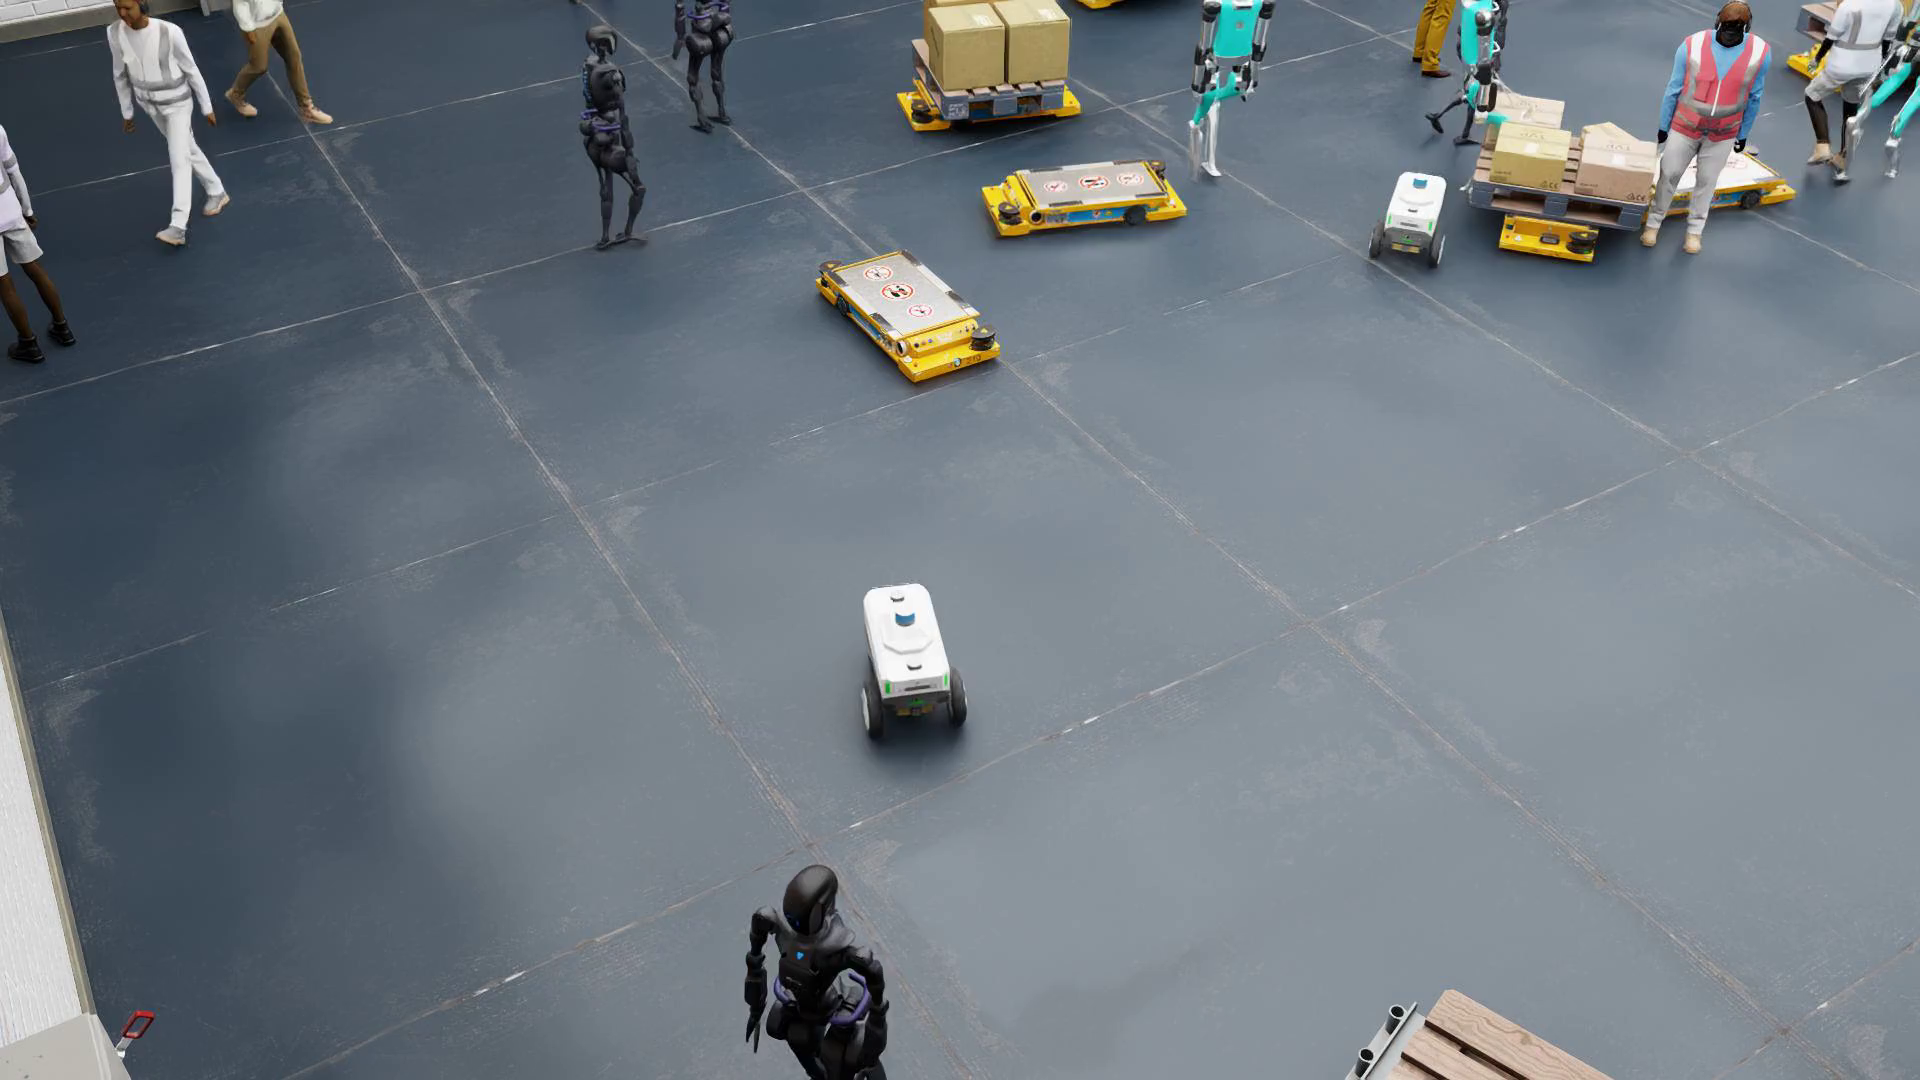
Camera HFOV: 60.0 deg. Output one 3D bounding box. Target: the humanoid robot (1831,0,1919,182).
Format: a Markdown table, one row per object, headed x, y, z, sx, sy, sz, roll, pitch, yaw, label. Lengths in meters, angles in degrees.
| x | y | z | sx | sy | sz | roll | pitch | yaw | label |
| --- | --- | --- | --- | --- | --- | --- | --- | --- | --- |
| 7.089 | -3.452 | 12.501 | 0.845 | 1.790 | 0.562 | -25 | 45 | -28 | humanoid robot |

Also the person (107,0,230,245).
| x | y | z | sx | sy | sz | roll | pitch | yaw | label |
| --- | --- | --- | --- | --- | --- | --- | --- | --- | --- |
| -5.725 | -3.051 | 11.878 | 0.602 | 1.826 | 0.981 | 8 | 39 | 10 | person |

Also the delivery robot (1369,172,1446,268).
| x | y | z | sx | sy | sz | roll | pitch | yaw | label |
| --- | --- | --- | --- | --- | --- | --- | --- | --- | --- |
| 3.280 | -2.337 | 12.026 | 0.499 | 0.614 | 0.815 | 13 | 40 | 15 | delivery robot |

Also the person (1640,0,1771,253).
| x | y | z | sx | sy | sz | roll | pitch | yaw | label |
| --- | --- | --- | --- | --- | --- | --- | --- | --- | --- |
| 5.231 | -2.895 | 11.692 | 0.629 | 1.836 | 0.431 | 12 | 40 | 14 | person |

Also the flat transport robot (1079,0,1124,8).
| x | y | z | sx | sy | sz | roll | pitch | yaw | label |
| --- | --- | --- | --- | --- | --- | --- | --- | --- | --- |
| 1.737 | -5.478 | 16.203 | 1.431 | 0.231 | 0.659 | -17 | 42 | -21 | flat transport robot |

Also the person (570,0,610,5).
| x | y | z | sx | sy | sz | roll | pitch | yaw | label |
| --- | --- | --- | --- | --- | --- | --- | --- | --- | --- |
| -3.578 | -5.946 | 15.538 | 0.559 | 1.834 | 0.391 | -13 | 40 | -16 | person |

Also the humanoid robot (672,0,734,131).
| x | y | z | sx | sy | sz | roll | pitch | yaw | label |
| --- | --- | --- | --- | --- | --- | --- | --- | --- | --- |
| -2.059 | -4.114 | 13.343 | 0.360 | 1.647 | 0.603 | 30 | 47 | 32 | humanoid robot |

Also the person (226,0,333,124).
| x | y | z | sx | sy | sz | roll | pitch | yaw | label |
| --- | --- | --- | --- | --- | --- | --- | --- | --- | --- |
| -5.682 | -4.193 | 13.401 | 0.824 | 1.737 | 0.530 | 11 | 40 | 14 | person |

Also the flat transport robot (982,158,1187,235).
| x | y | z | sx | sy | sz | roll | pitch | yaw | label |
| --- | --- | --- | --- | --- | --- | --- | --- | --- | --- |
| 0.932 | -2.591 | 12.561 | 1.431 | 0.231 | 0.659 | -8 | 39 | -10 | flat transport robot |

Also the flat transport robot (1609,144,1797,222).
| x | y | z | sx | sy | sz | roll | pitch | yaw | label |
| --- | --- | --- | --- | --- | --- | --- | --- | --- | --- |
| 5.600 | -2.738 | 12.747 | 1.431 | 0.231 | 0.659 | -10 | 39 | -12 | flat transport robot |

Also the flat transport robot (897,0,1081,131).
| x | y | z | sx | sy | sz | roll | pitch | yaw | label |
| --- | --- | --- | --- | --- | --- | --- | --- | --- | --- |
| 0.237 | -3.713 | 13.976 | 1.431 | 0.231 | 0.659 | -9 | 39 | -11 | flat transport robot |

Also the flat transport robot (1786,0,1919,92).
| x | y | z | sx | sy | sz | roll | pitch | yaw | label |
| --- | --- | --- | --- | --- | --- | --- | --- | --- | --- |
| 8.100 | -4.222 | 14.619 | 1.431 | 0.231 | 0.659 | -11 | 40 | -14 | flat transport robot |

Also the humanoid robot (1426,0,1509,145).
| x | y | z | sx | sy | sz | roll | pitch | yaw | label |
| --- | --- | --- | --- | --- | --- | --- | --- | --- | --- |
| 4.047 | -3.913 | 13.094 | 0.470 | 1.635 | 0.611 | -7 | 39 | -9 | humanoid robot |

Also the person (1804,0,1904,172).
| x | y | z | sx | sy | sz | roll | pitch | yaw | label |
| --- | --- | --- | --- | --- | --- | --- | --- | --- | --- |
| 6.799 | -3.624 | 12.722 | 0.543 | 1.681 | 0.394 | -6 | 39 | -7 | person |

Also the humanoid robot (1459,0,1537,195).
| x | y | z | sx | sy | sz | roll | pitch | yaw | label |
| --- | --- | --- | --- | --- | --- | --- | --- | --- | --- |
| 3.981 | -3.299 | 12.283 | 0.811 | 1.766 | 0.537 | 0 | 38 | 0 | humanoid robot |

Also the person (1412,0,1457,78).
| x | y | z | sx | sy | sz | roll | pitch | yaw | label |
| --- | --- | --- | --- | --- | --- | --- | --- | --- | --- |
| 4.184 | -4.855 | 14.231 | 0.342 | 1.749 | 0.528 | -2 | 38 | -3 | person |

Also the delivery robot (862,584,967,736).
| x | y | z | sx | sy | sz | roll | pitch | yaw | label |
| --- | --- | --- | --- | --- | --- | --- | --- | --- | --- |
| -0.267 | 0.577 | 8.325 | 0.499 | 0.585 | 0.765 | -7 | 39 | -9 | delivery robot |

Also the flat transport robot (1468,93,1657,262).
| x | y | z | sx | sy | sz | roll | pitch | yaw | label |
| --- | --- | --- | --- | --- | --- | --- | --- | --- | --- |
| 4.459 | -2.523 | 12.476 | 0.659 | 0.231 | 1.431 | 13 | 40 | 15 | flat transport robot |

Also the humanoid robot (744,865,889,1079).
| x | y | z | sx | sy | sz | roll | pitch | yaw | label |
| --- | --- | --- | --- | --- | --- | --- | --- | --- | --- |
| -0.522 | 1.762 | 5.941 | 0.600 | 1.639 | 0.610 | 16 | 41 | 19 | humanoid robot |

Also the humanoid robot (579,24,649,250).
| x | y | z | sx | sy | sz | roll | pitch | yaw | label |
| --- | --- | --- | --- | --- | --- | --- | --- | --- | --- |
| -2.488 | -2.818 | 11.721 | 0.368 | 1.651 | 0.600 | -26 | 45 | -29 | humanoid robot |

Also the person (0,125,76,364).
| x | y | z | sx | sy | sz | roll | pitch | yaw | label |
| --- | --- | --- | --- | --- | --- | --- | --- | --- | --- |
| -6.137 | -2.029 | 10.512 | 0.366 | 1.933 | 0.550 | 21 | 43 | 25 | person |

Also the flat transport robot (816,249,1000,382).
| x | y | z | sx | sy | sz | roll | pitch | yaw | label |
| --- | --- | --- | --- | --- | --- | --- | --- | --- | --- |
| -0.373 | -1.553 | 11.252 | 0.659 | 0.231 | 1.431 | -20 | 43 | -23 | flat transport robot |

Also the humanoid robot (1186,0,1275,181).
| x | y | z | sx | sy | sz | roll | pitch | yaw | label |
| --- | --- | --- | --- | --- | --- | --- | --- | --- | --- |
| 1.950 | -3.471 | 12.565 | 0.530 | 1.862 | 0.781 | -6 | 39 | -8 | humanoid robot |
